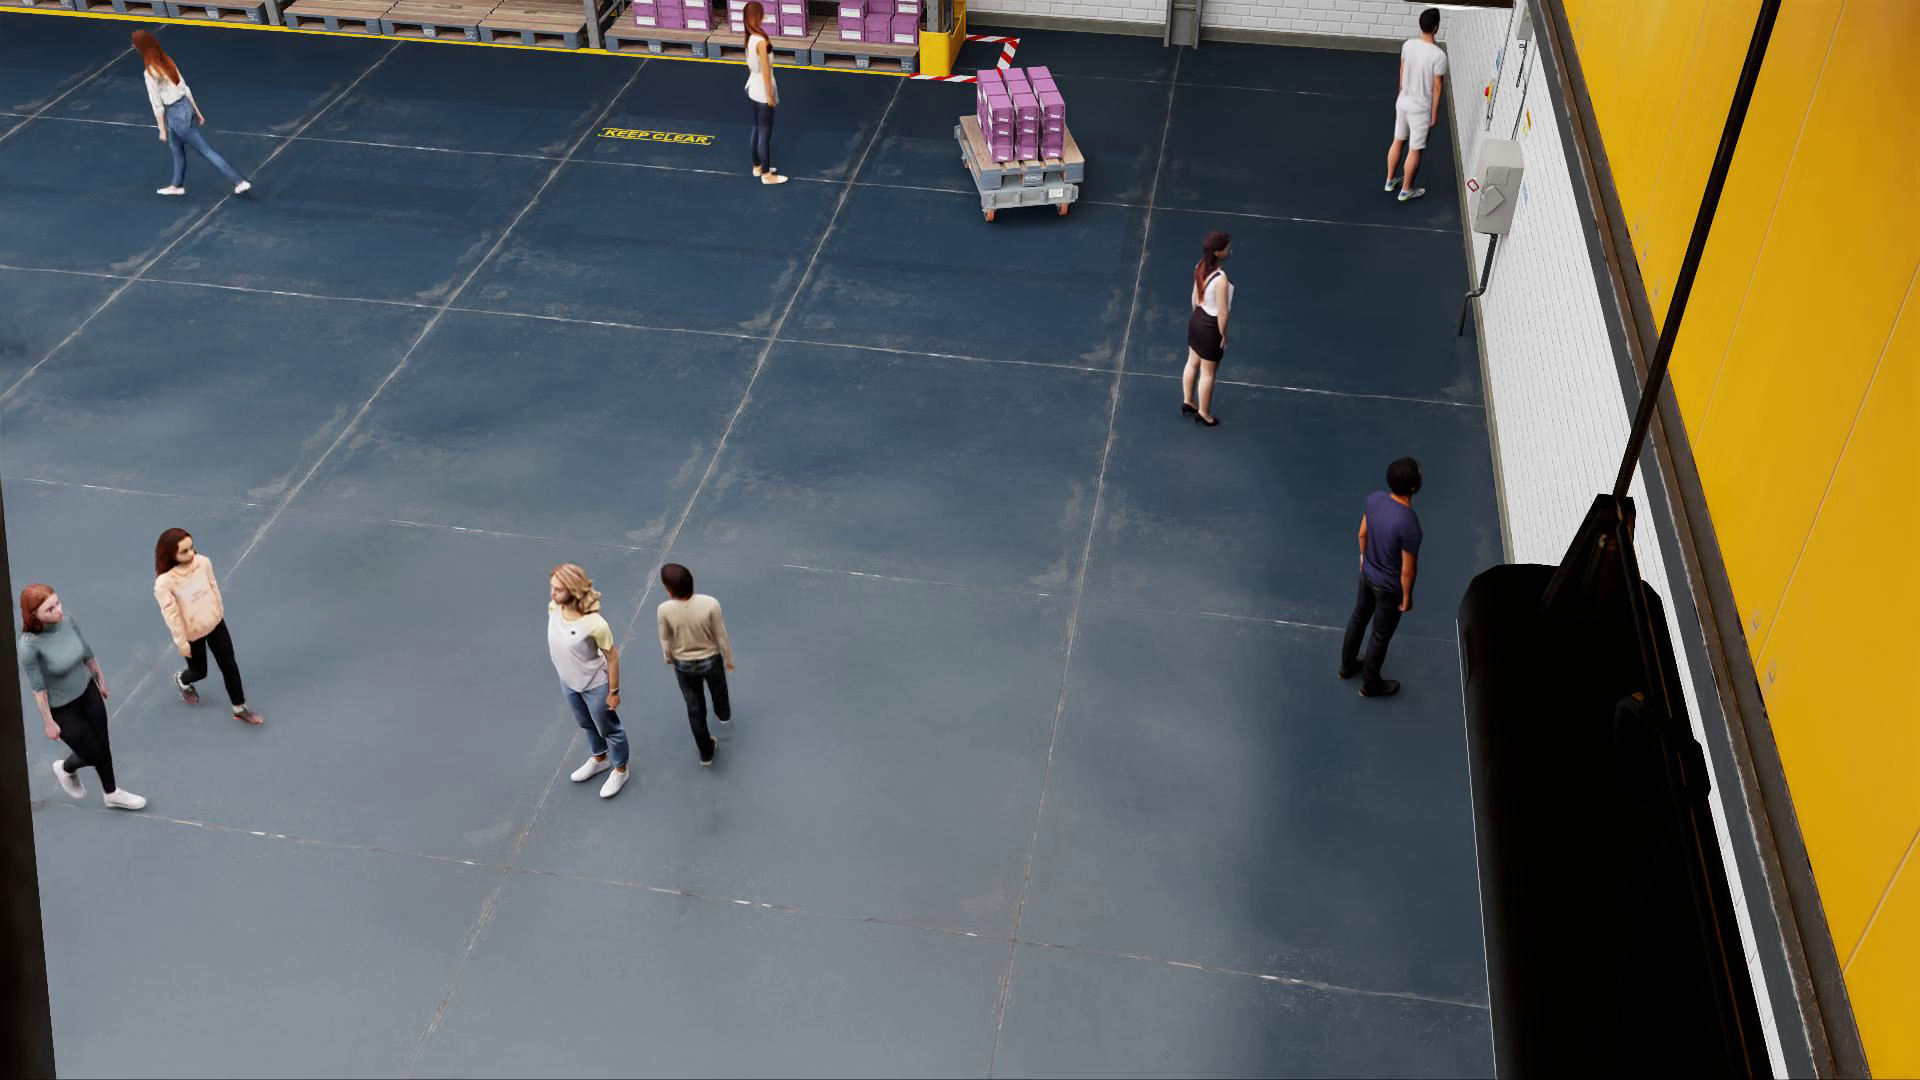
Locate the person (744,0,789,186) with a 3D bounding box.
[{"bbox_3d":[-1.951,-4.341,16.166,0.690,1.785,0.665,-15,41,-18],"label":"person"}]

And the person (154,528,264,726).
[{"bbox_3d":[-4.763,0.533,10.319,0.964,1.464,0.770,23,44,26],"label":"person"}]

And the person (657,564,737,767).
[{"bbox_3d":[-1.588,0.789,10.017,0.840,1.442,0.794,-4,39,-5],"label":"person"}]

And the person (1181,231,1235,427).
[{"bbox_3d":[1.918,-1.632,12.883,0.675,1.648,0.633,-18,42,-21],"label":"person"}]

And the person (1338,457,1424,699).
[{"bbox_3d":[2.650,0.234,10.427,0.743,1.797,0.711,-19,42,-22],"label":"person"}]

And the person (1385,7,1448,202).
[{"bbox_3d":[4.351,-4.156,15.876,0.825,1.857,0.777,-22,43,-25],"label":"person"}]

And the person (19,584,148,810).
[{"bbox_3d":[-5.184,0.940,9.597,0.755,1.730,0.636,8,39,10],"label":"person"}]

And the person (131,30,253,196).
[{"bbox_3d":[-7.322,-4.010,15.845,1.215,1.668,0.686,3,39,4],"label":"person"}]

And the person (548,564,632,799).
[{"bbox_3d":[-2.177,0.815,9.761,0.621,1.722,0.762,23,44,26],"label":"person"}]
